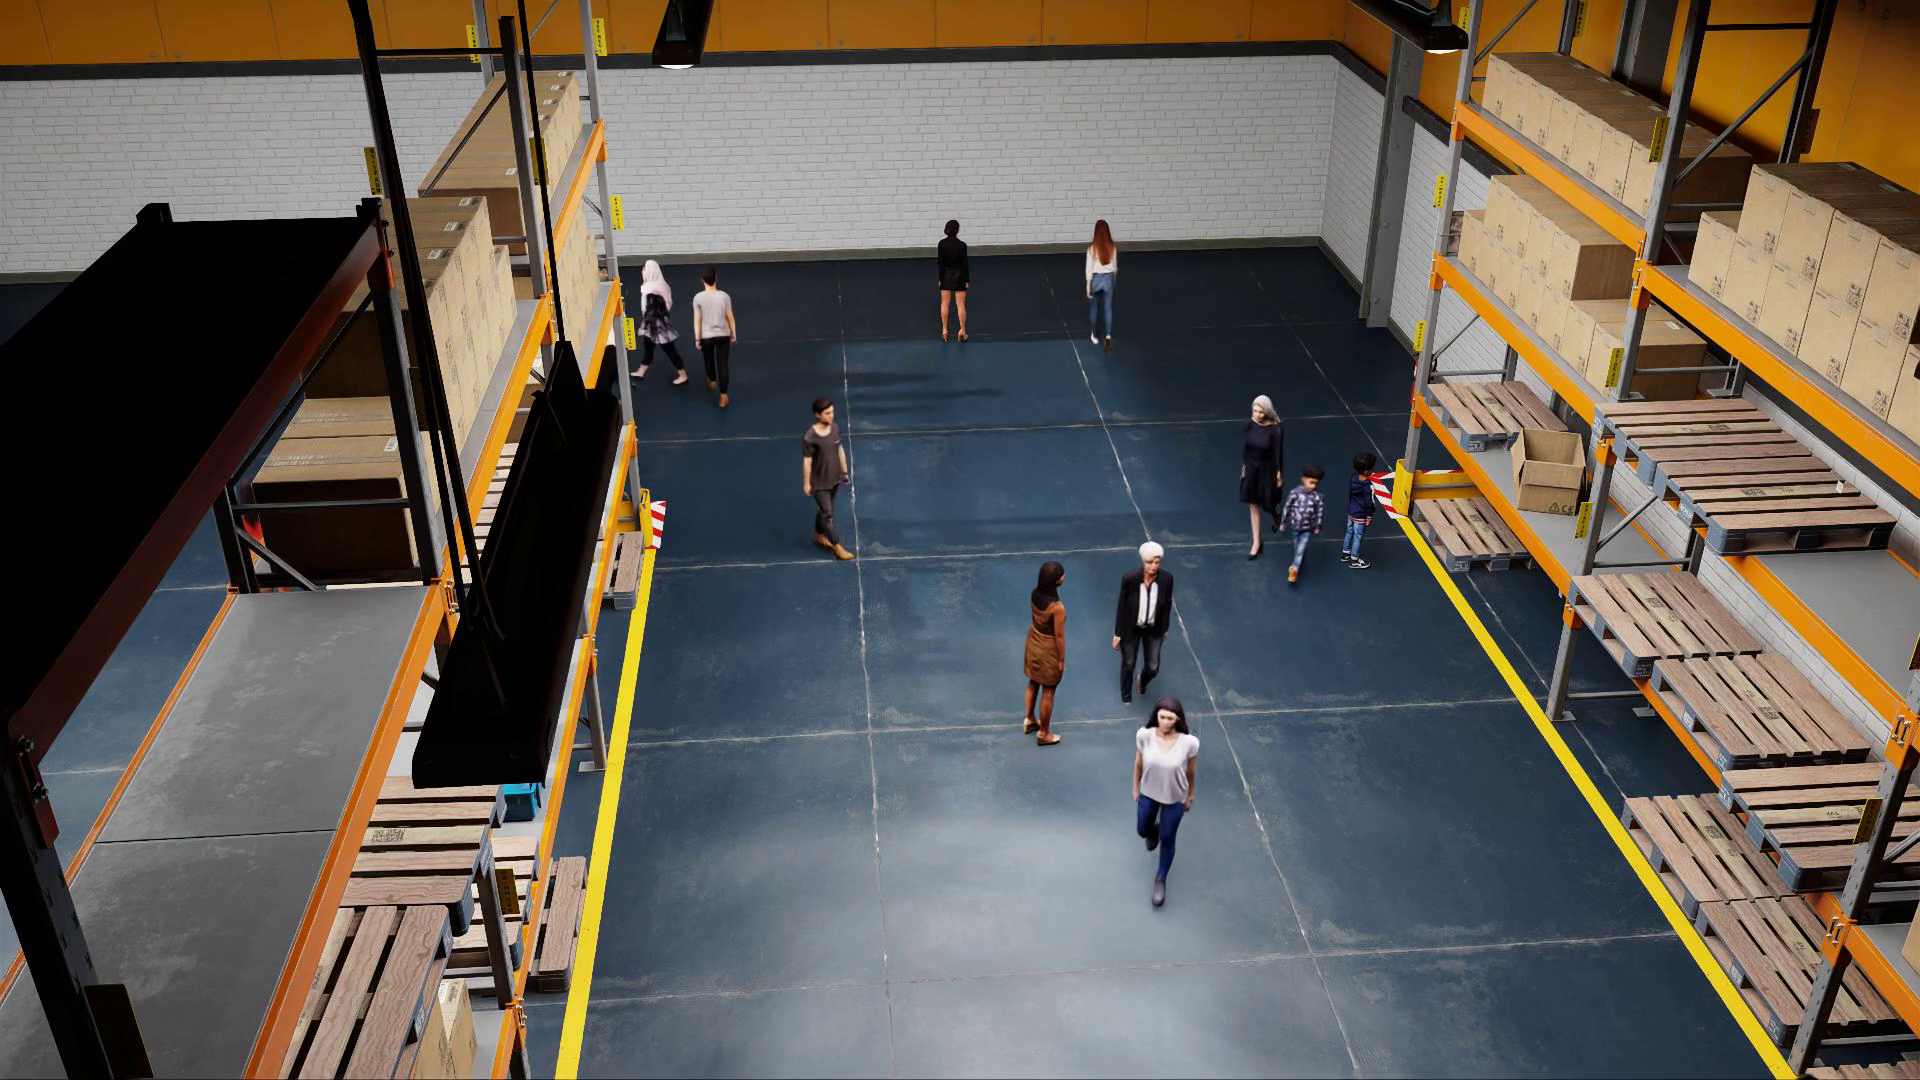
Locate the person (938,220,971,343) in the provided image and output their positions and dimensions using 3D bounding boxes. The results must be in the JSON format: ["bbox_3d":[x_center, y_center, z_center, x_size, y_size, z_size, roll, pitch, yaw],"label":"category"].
[{"bbox_3d":[-0.081,-3.357,21.547,0.638,1.640,0.695,5,29,10],"label":"person"}]

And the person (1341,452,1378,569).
[{"bbox_3d":[3.935,-0.308,16.394,0.628,1.221,0.486,-10,30,-18],"label":"person"}]

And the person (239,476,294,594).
[{"bbox_3d":[-6.199,0.201,14.942,0.584,1.719,0.523,-1,29,-3],"label":"person"}]

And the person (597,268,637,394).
[{"bbox_3d":[-4.110,-2.194,19.241,0.970,1.806,1.242,8,30,14],"label":"person"}]

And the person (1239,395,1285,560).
[{"bbox_3d":[3.014,-0.667,16.525,0.898,1.726,0.959,20,34,32],"label":"person"}]

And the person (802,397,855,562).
[{"bbox_3d":[-1.404,-0.653,16.533,1.004,1.695,0.954,20,35,32],"label":"person"}]

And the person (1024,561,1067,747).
[{"bbox_3d":[0.693,0.921,13.658,0.700,1.684,0.591,-17,33,-28],"label":"person"}]

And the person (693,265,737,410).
[{"bbox_3d":[-2.907,-2.370,19.700,0.669,1.675,1.038,-4,29,-6],"label":"person"}]

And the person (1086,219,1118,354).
[{"bbox_3d":[1.832,-3.224,21.227,0.568,1.712,0.983,-3,29,-5],"label":"person"}]

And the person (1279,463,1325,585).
[{"bbox_3d":[3.349,-0.203,16.203,0.771,1.221,0.905,15,32,25],"label":"person"}]

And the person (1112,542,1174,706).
[{"bbox_3d":[1.495,0.736,14.229,0.764,1.769,0.704,1,29,2],"label":"person"}]

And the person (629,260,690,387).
[{"bbox_3d":[-3.561,-2.602,20.205,0.714,1.599,0.965,-4,29,-7],"label":"person"}]

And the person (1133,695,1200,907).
[{"bbox_3d":[1.479,1.813,12.036,0.784,1.671,0.990,6,29,12],"label":"person"}]
